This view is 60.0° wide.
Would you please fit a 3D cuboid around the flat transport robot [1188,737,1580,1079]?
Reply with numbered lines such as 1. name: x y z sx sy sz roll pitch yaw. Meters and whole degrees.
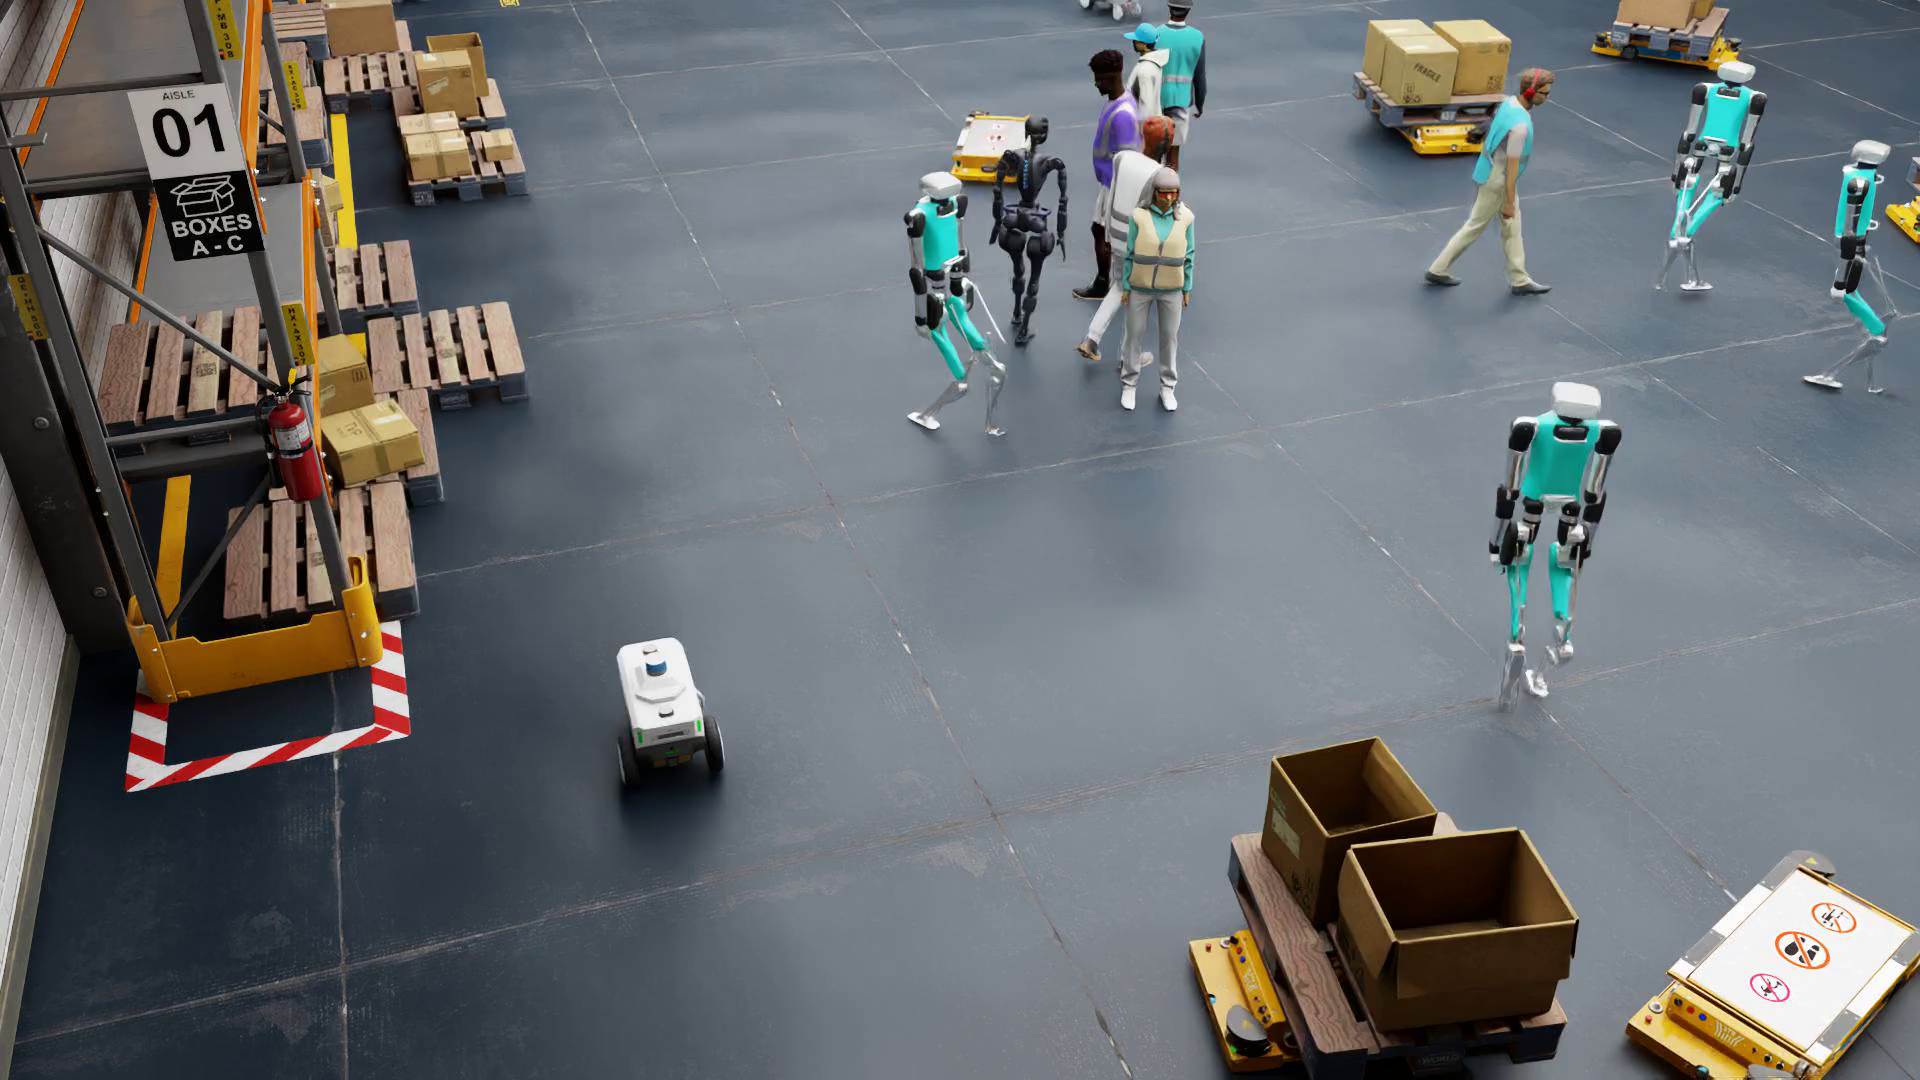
1. flat transport robot: 1.749 1.854 7.016 1.431 0.231 0.659 -5 33 -7

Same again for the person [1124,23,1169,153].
1. person: 1.515 -3.474 13.897 0.376 1.675 0.475 6 34 9

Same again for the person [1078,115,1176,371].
1. person: 1.168 -2.009 11.484 0.566 1.862 0.603 -22 39 -30

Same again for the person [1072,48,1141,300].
1. person: 1.264 -2.745 12.553 0.690 1.925 0.609 2 33 2

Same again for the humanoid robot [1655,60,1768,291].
1. humanoid robot: 5.605 -2.645 12.612 0.531 1.825 0.749 22 39 29

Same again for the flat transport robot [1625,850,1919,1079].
1. flat transport robot: 3.494 1.853 7.017 1.431 0.231 0.659 -26 41 -33

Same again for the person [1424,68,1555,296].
1. person: 4.105 -2.704 12.617 0.955 1.781 0.569 10 34 15

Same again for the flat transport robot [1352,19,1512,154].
1. flat transport robot: 4.521 -4.071 16.103 0.659 0.231 1.431 -4 33 -6

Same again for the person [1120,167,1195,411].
1. person: 1.312 -1.678 11.118 0.465 1.706 0.367 1 33 2

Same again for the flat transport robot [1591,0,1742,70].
1. flat transport robot: 7.685 -5.371 18.097 1.431 0.231 0.659 17 37 24

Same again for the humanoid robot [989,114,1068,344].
1. humanoid robot: 0.502 -2.257 12.040 0.610 1.635 0.541 14 36 20

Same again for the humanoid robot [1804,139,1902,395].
1. humanoid robot: 6.203 -1.728 11.265 0.807 1.884 0.544 17 37 24

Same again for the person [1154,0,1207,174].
1. person: 1.799 -3.771 14.154 0.595 1.890 1.008 6 34 9

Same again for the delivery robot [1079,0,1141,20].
1. delivery robot: 1.775 -6.443 19.497 0.499 0.614 0.791 -19 38 -26

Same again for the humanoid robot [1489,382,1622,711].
1. humanoid robot: 2.949 0.158 8.335 0.533 1.842 0.718 1 33 2

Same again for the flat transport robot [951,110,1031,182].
1. flat transport robot: 0.328 -3.662 15.475 0.659 0.231 1.431 4 33 6

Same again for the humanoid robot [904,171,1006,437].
1. humanoid robot: 0.071 -1.430 10.773 0.813 1.833 0.532 24 40 32

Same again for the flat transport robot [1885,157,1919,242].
1. flat transport robot: 8.656 -2.683 13.973 1.431 0.231 0.659 2 33 3

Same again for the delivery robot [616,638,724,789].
1. delivery robot: -1.480 0.856 8.302 0.510 0.614 0.785 -10 34 -15
